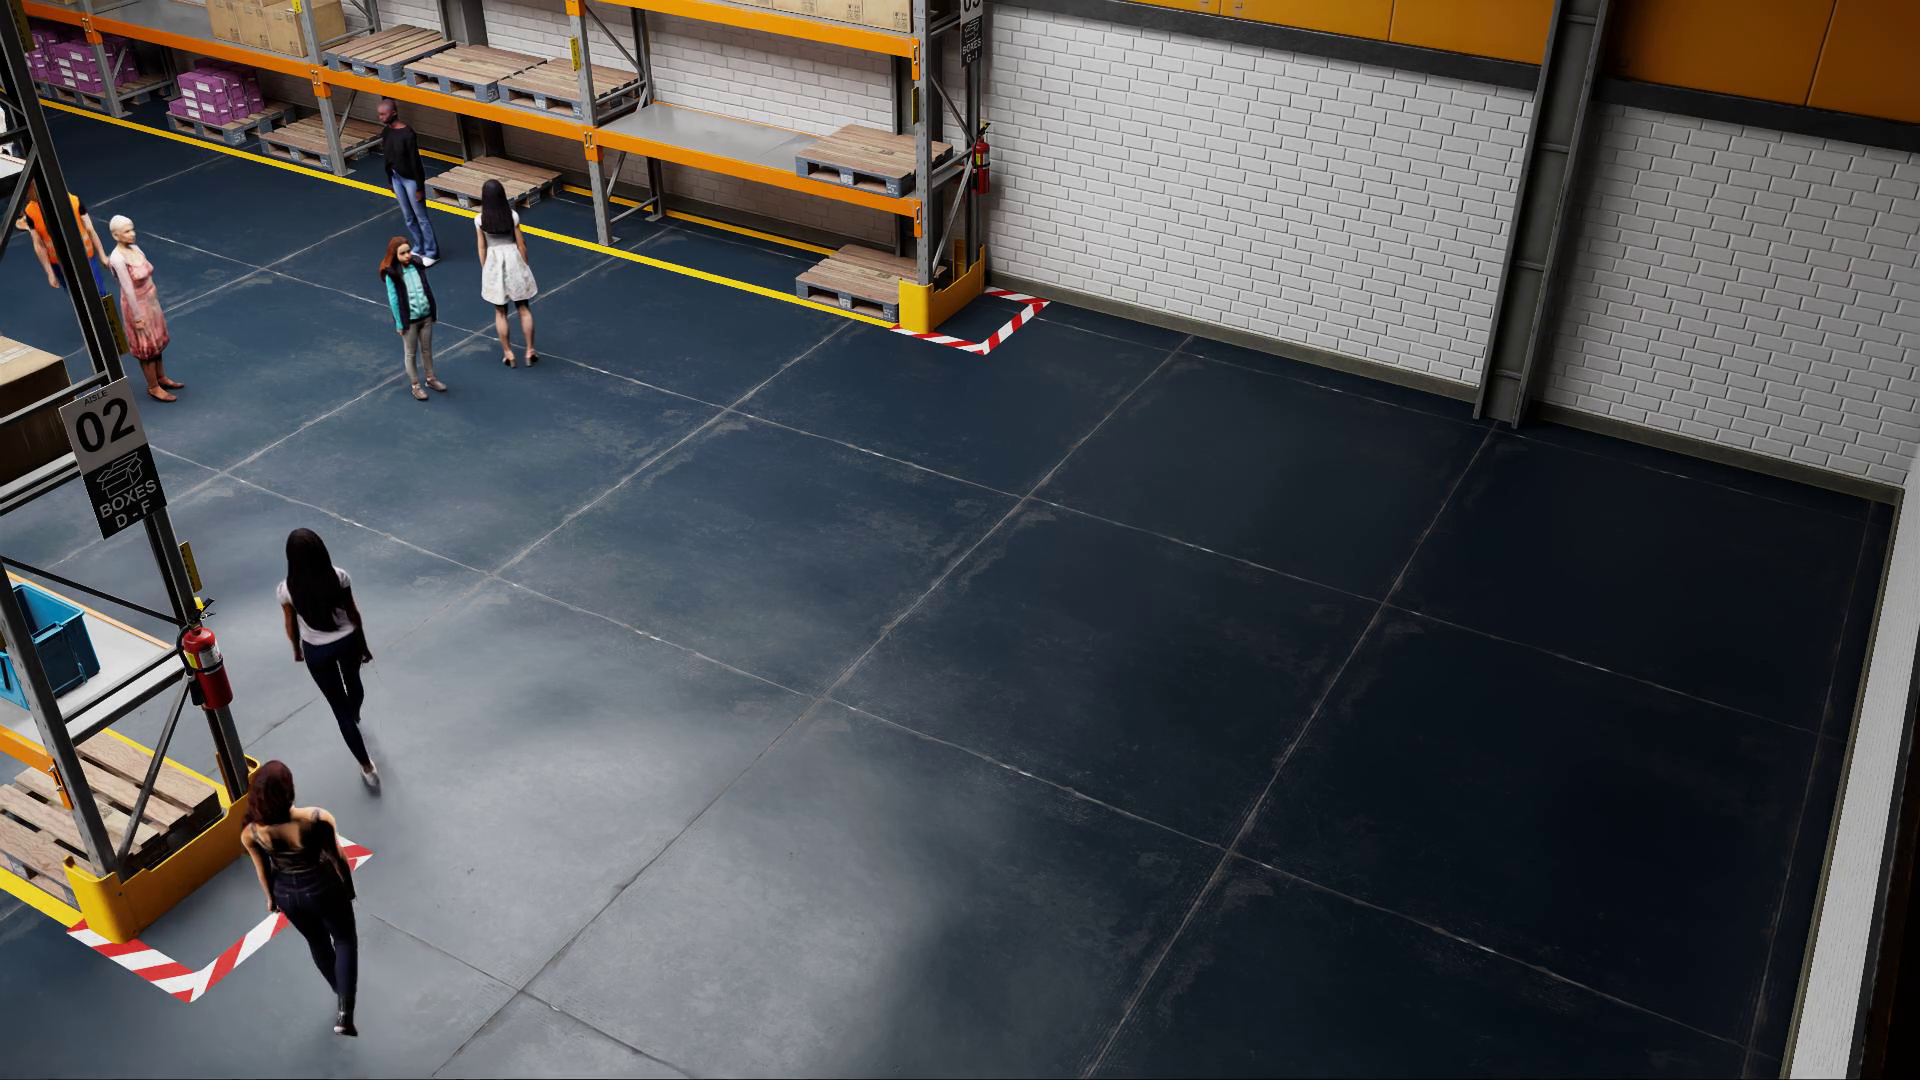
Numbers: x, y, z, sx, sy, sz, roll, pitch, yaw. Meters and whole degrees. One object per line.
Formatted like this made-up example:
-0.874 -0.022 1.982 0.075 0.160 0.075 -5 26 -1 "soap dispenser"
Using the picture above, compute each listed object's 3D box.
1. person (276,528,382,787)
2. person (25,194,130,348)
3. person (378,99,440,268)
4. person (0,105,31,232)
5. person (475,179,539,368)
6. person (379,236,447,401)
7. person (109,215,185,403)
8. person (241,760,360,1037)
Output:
-3.879 0.770 10.342 0.966 1.723 1.219 -18 38 -25 "person"
-8.141 -2.596 15.280 0.855 1.861 0.901 -15 37 -21 "person"
-5.637 -3.665 16.996 0.492 1.744 0.664 16 37 22 "person"
-10.271 -4.120 17.652 0.700 1.774 0.668 5 34 7 "person"
-4.112 -2.413 15.088 0.777 1.771 0.836 -9 35 -13 "person"
-4.829 -1.978 14.678 0.604 1.501 0.589 22 40 30 "person"
-7.192 -2.037 14.594 0.734 1.690 0.694 -2 34 -3 "person"
-3.358 1.907 8.604 0.961 1.753 1.025 -9 35 -13 "person"
